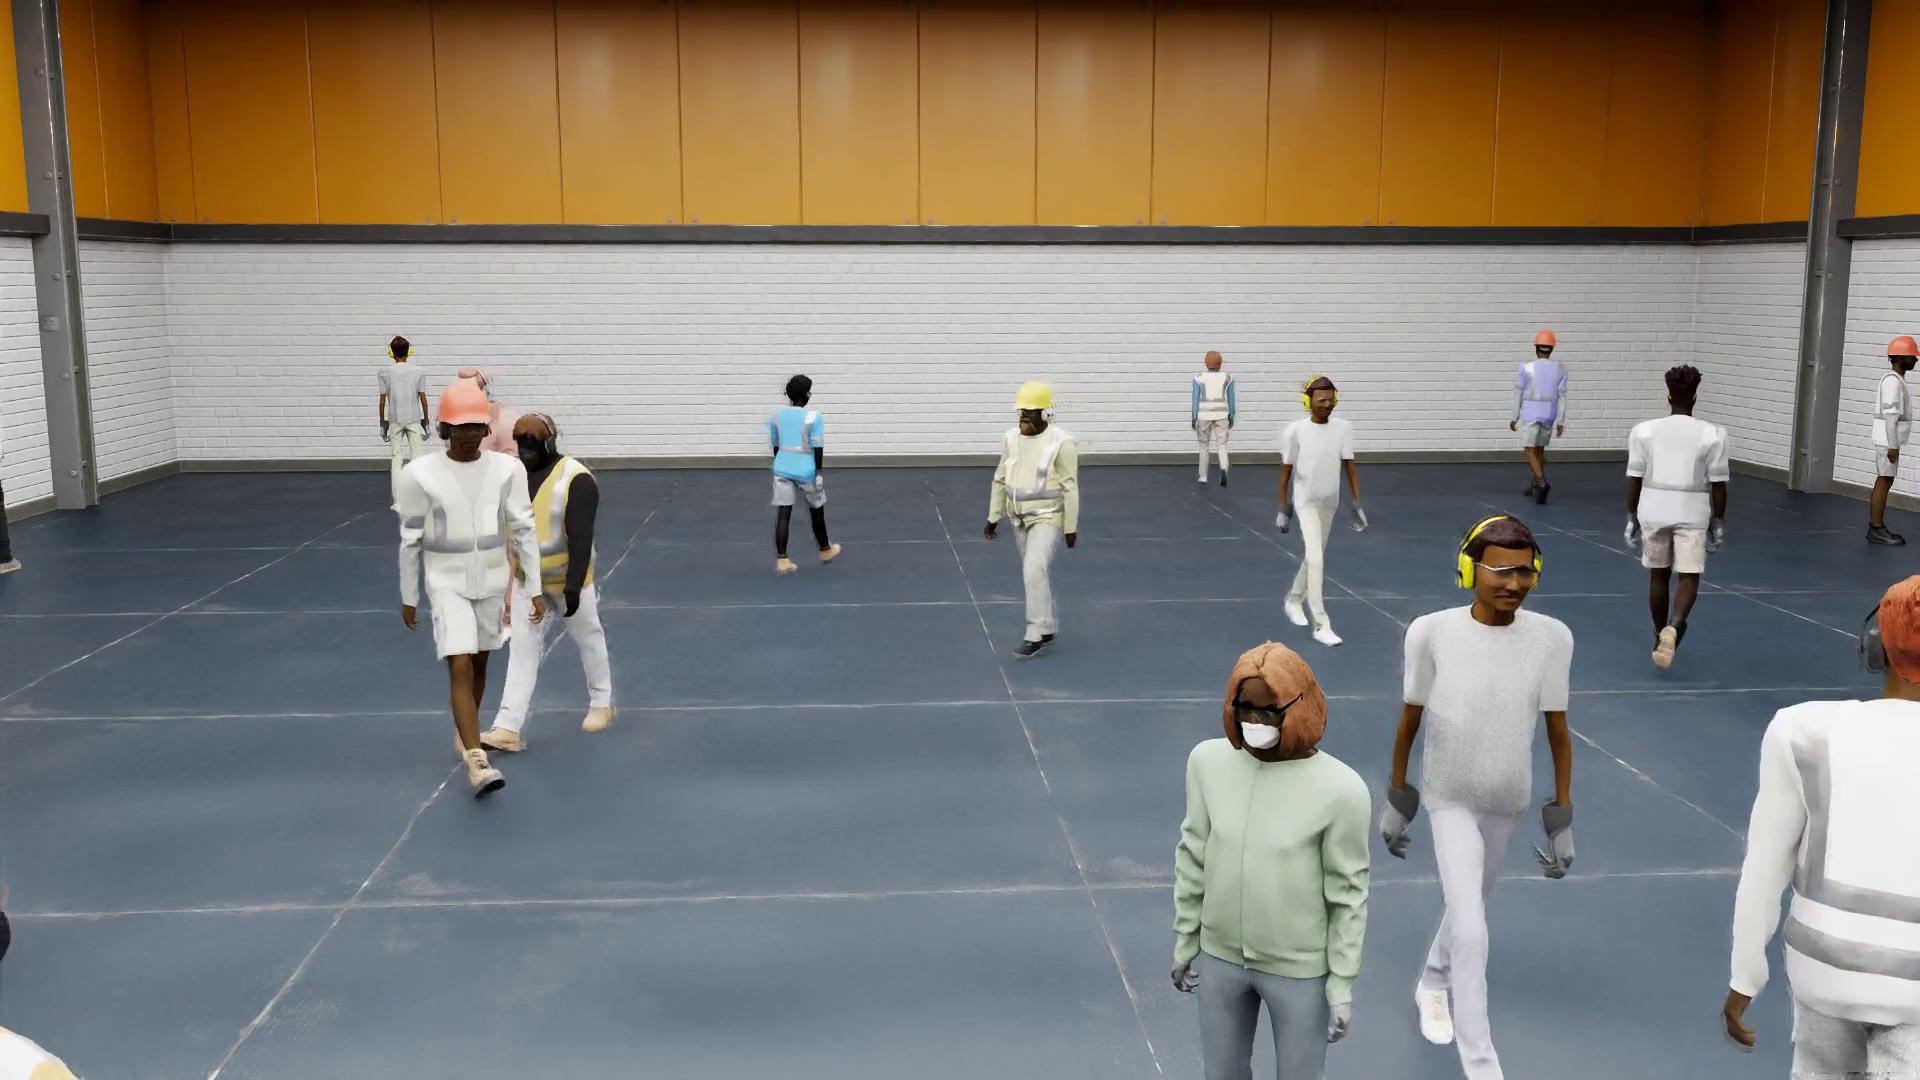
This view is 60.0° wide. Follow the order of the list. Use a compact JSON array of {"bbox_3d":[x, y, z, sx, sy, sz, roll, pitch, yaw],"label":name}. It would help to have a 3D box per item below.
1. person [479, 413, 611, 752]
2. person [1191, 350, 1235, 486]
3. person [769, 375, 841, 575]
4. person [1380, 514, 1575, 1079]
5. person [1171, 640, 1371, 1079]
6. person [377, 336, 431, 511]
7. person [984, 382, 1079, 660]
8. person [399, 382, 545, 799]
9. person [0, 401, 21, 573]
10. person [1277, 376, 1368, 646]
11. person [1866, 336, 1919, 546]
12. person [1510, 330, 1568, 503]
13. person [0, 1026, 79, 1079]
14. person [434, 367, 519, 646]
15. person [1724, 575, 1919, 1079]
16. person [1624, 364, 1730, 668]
[{"bbox_3d":[-2.175,0.213,8.833,0.640,1.785,0.998,4,10,24],"label":"person"},{"bbox_3d":[3.012,-1.449,19.785,0.534,1.617,0.712,0,9,0],"label":"person"},{"bbox_3d":[-1.321,-0.568,14.089,0.557,1.652,0.836,4,10,24],"label":"person"},{"bbox_3d":[1.582,0.803,5.083,0.531,1.811,1.033,0,9,-2],"label":"person"},{"bbox_3d":[0.743,1.045,4.074,0.497,1.633,0.288,6,11,35],"label":"person"},{"bbox_3d":[-5.889,-1.226,17.661,0.514,1.855,0.327,-3,9,-16],"label":"person"},{"bbox_3d":[0.429,-0.130,10.924,0.722,1.806,0.615,-8,12,-42],"label":"person"},{"bbox_3d":[-2.363,0.226,8.095,0.619,1.980,1.048,-6,11,-33],"label":"person"},{"bbox_3d":[-8.136,-0.627,13.592,0.609,1.955,0.996,-1,9,-7],"label":"person"},{"bbox_3d":[2.471,-0.234,11.571,0.522,1.820,0.963,-3,10,-18],"label":"person"},{"bbox_3d":[8.692,-0.924,15.481,0.361,1.940,0.543,5,10,27],"label":"person"},{"bbox_3d":[6.419,-1.366,18.377,0.544,1.909,0.861,0,9,-3],"label":"person"},{"bbox_3d":[-1.364,1.226,2.204,0.770,1.884,0.554,2,9,10],"label":"person"},{"bbox_3d":[-3.253,-0.207,11.138,0.674,1.882,0.700,4,10,23],"label":"person"},{"bbox_3d":[2.128,0.983,3.787,0.611,1.840,0.938,6,11,35],"label":"person"},{"bbox_3d":[4.544,-0.144,10.586,0.605,1.945,0.795,6,11,32],"label":"person"}]
